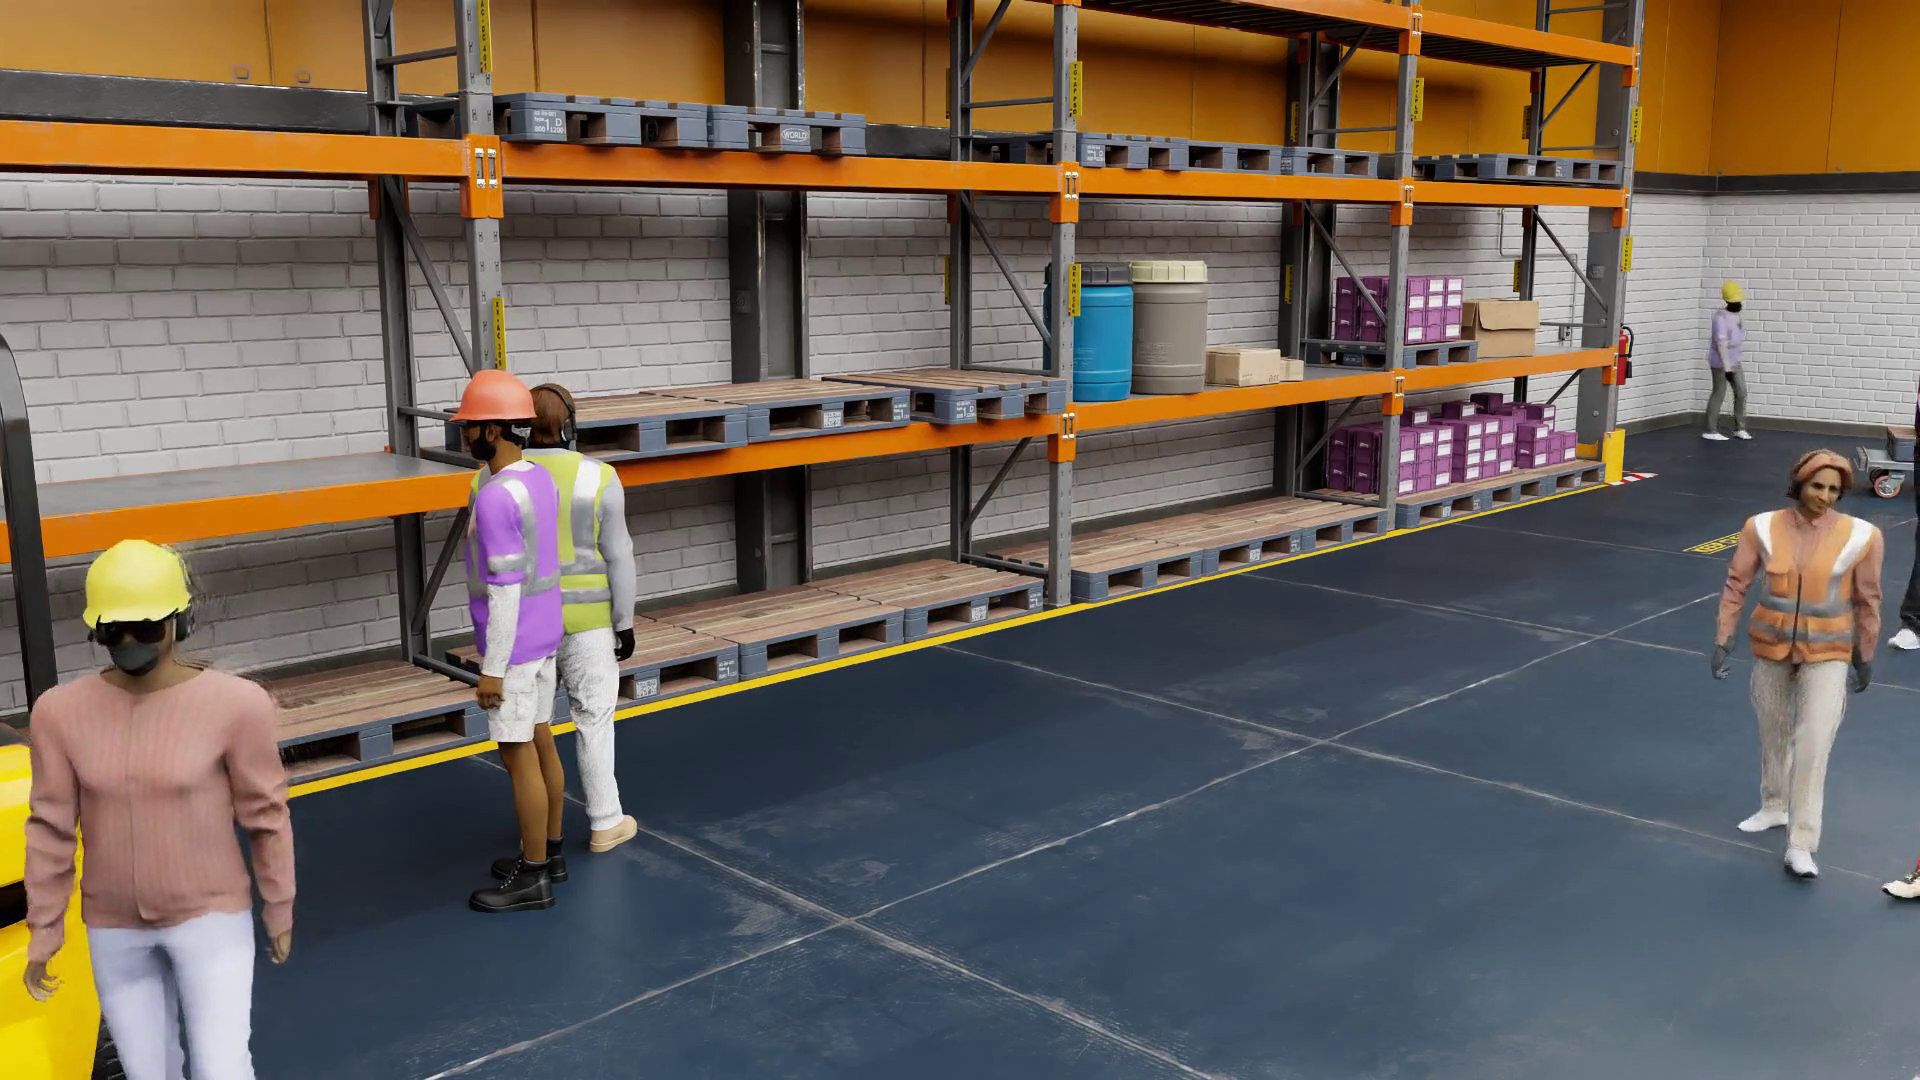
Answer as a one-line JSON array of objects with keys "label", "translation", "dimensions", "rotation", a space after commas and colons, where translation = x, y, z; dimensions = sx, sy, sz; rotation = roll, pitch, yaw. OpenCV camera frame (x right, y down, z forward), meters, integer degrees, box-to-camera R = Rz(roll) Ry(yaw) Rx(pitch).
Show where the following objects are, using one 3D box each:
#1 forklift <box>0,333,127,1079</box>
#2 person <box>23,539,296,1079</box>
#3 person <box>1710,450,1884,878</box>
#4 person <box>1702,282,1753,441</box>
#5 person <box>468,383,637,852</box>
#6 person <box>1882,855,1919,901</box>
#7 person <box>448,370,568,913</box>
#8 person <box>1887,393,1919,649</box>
[{"label": "forklift", "translation": [-3.289, 0.485, 4.582], "dimensions": [1.214, 2.155, 2.313], "rotation": [-10, 14, -44]}, {"label": "person", "translation": [-1.788, 0.860, 3.736], "dimensions": [0.539, 1.755, 0.352], "rotation": [-1, 10, -3]}, {"label": "person", "translation": [3.220, 0.450, 6.419], "dimensions": [0.533, 1.600, 0.767], "rotation": [9, 13, 39]}, {"label": "person", "translation": [8.982, -2.058, 19.355], "dimensions": [0.681, 1.866, 0.671], "rotation": [-6, 12, -28]}, {"label": "person", "translation": [-1.557, 0.311, 6.486], "dimensions": [0.627, 1.847, 0.429], "rotation": [1, 10, 6]}, {"label": "person", "translation": [3.844, 0.478, 5.934], "dimensions": [0.924, 1.711, 0.524], "rotation": [-3, 11, -16]}, {"label": "person", "translation": [-1.610, 0.362, 5.950], "dimensions": [0.358, 1.937, 0.549], "rotation": [0, 10, 1]}, {"label": "person", "translation": [5.848, -0.294, 9.727], "dimensions": [1.006, 1.869, 0.592], "rotation": [-9, 14, -41]}]
